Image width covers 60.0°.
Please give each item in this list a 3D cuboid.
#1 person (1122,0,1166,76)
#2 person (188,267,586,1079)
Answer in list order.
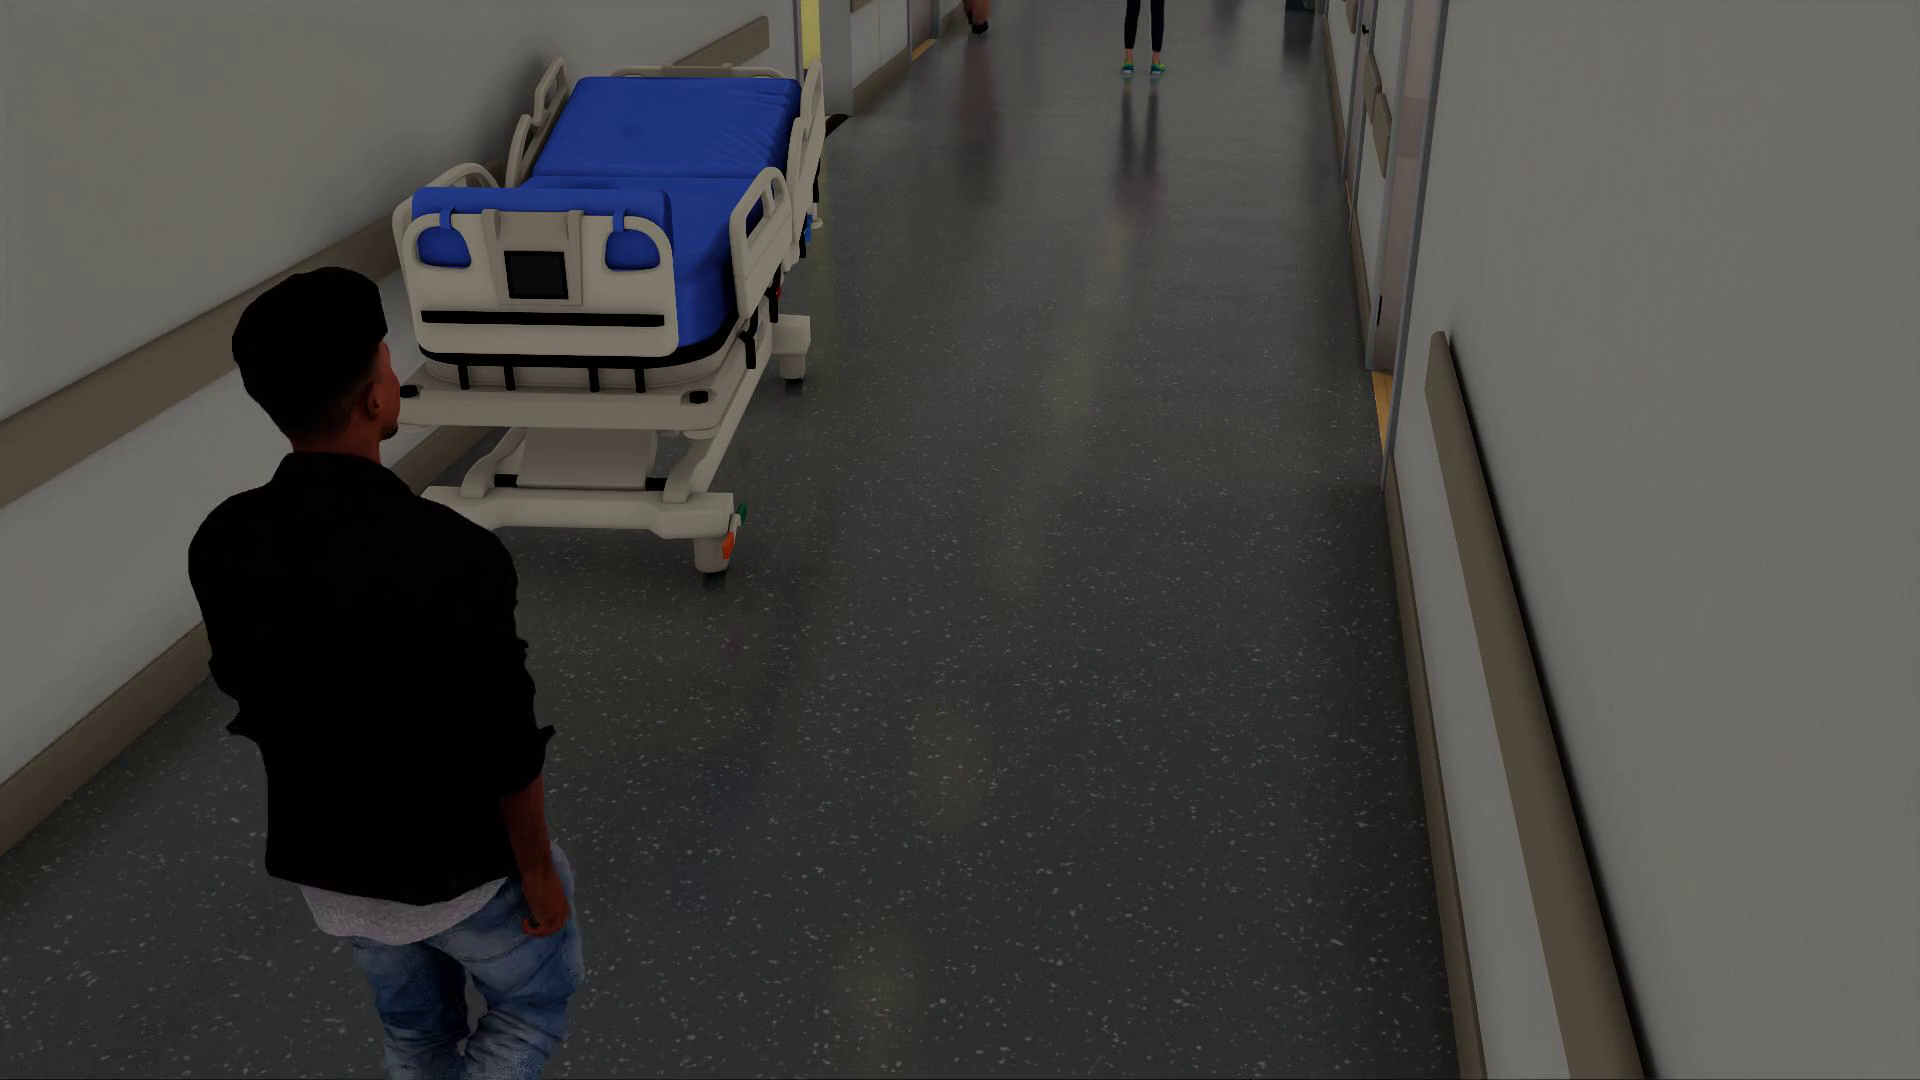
[{"bbox_3d":[1.504,-4.617,13.316,0.460,1.702,0.644,4,26,8],"label":"person"},{"bbox_3d":[-0.904,0.494,2.599,0.785,1.805,0.806,8,27,15],"label":"person"}]
